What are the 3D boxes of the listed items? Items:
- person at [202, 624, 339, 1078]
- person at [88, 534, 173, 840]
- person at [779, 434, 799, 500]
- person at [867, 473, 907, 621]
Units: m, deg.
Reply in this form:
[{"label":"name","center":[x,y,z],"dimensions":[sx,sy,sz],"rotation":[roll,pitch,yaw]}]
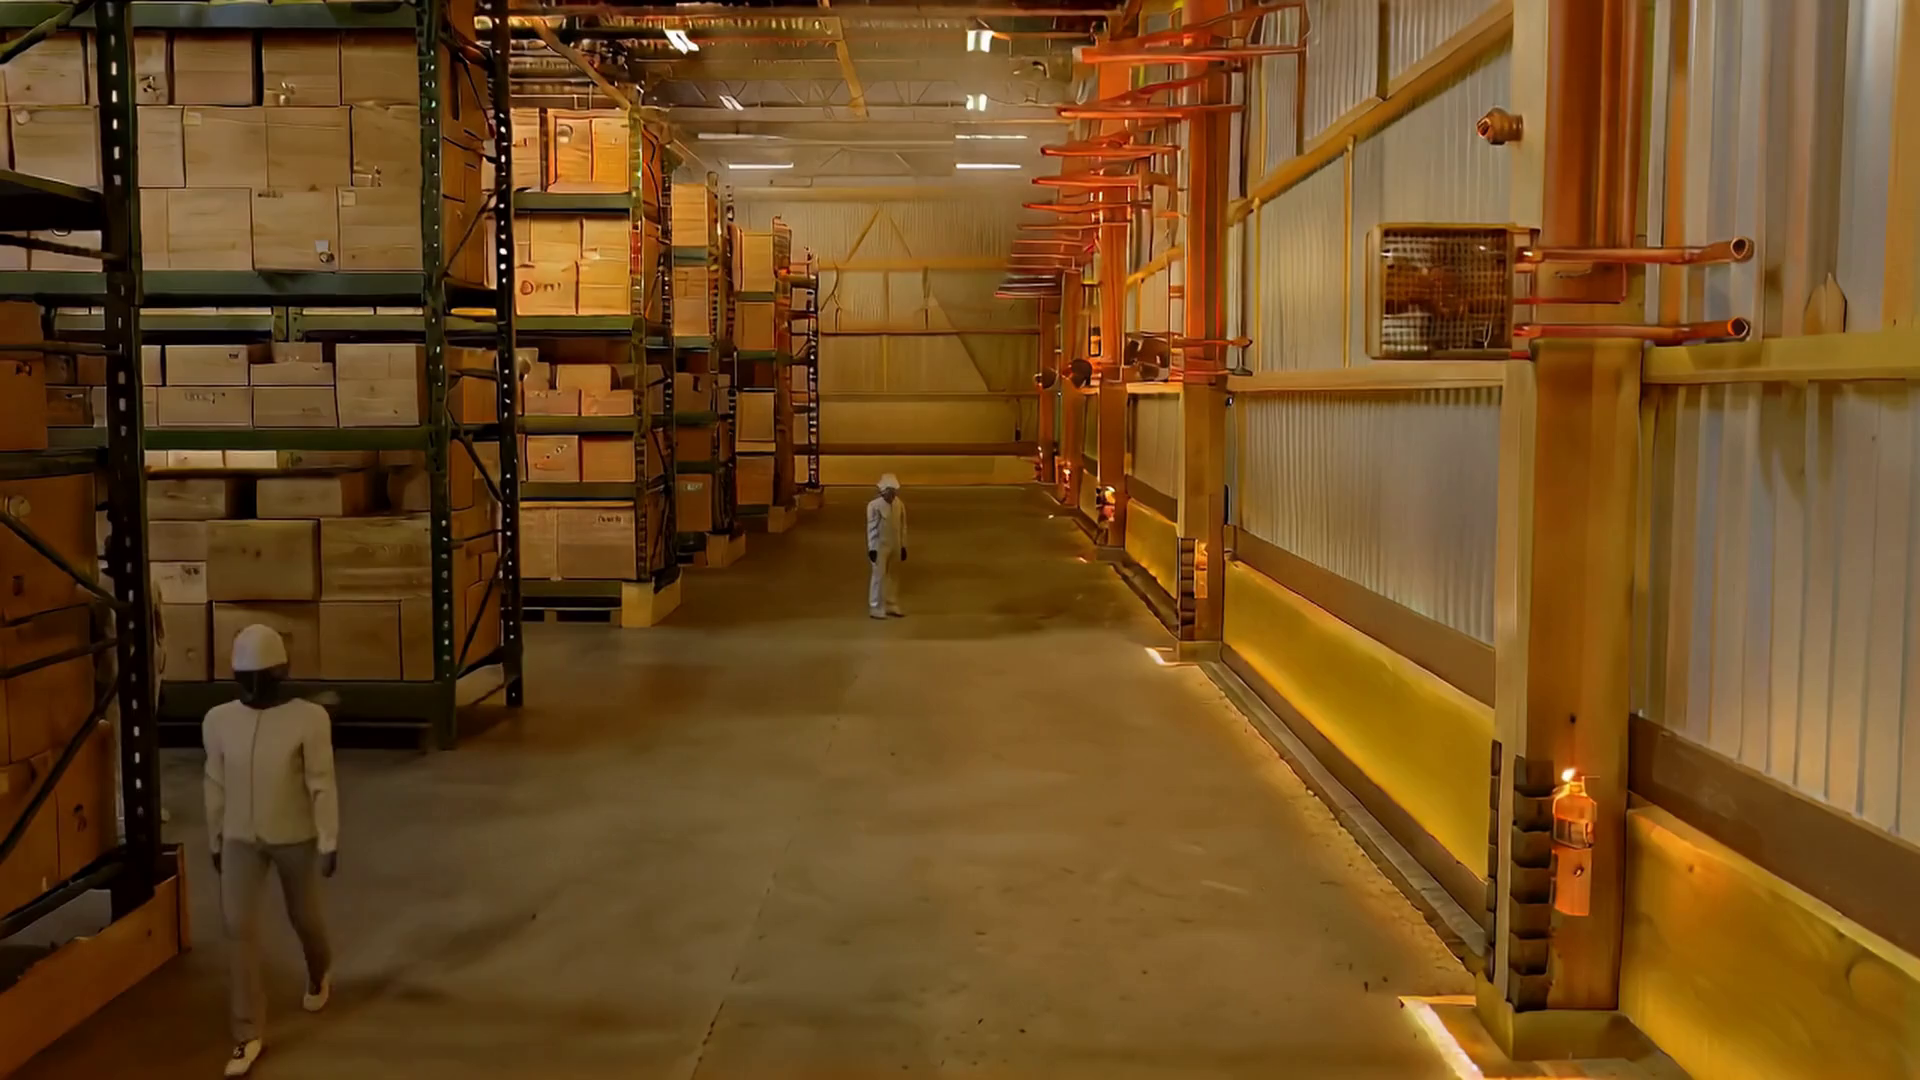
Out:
[{"label":"person","center":[-2.776,1.180,6.760],"dimensions":[0.535,1.730,0.857],"rotation":[0,5,-5]},{"label":"person","center":[-4.987,0.853,9.983],"dimensions":[0.430,1.840,0.625],"rotation":[1,5,11]},{"label":"person","center":[-3.917,-1.522,37.253],"dimensions":[0.411,1.910,0.643],"rotation":[4,6,38]},{"label":"person","center":[-0.837,0.077,19.580],"dimensions":[0.581,1.742,0.361],"rotation":[-5,7,-44]}]
